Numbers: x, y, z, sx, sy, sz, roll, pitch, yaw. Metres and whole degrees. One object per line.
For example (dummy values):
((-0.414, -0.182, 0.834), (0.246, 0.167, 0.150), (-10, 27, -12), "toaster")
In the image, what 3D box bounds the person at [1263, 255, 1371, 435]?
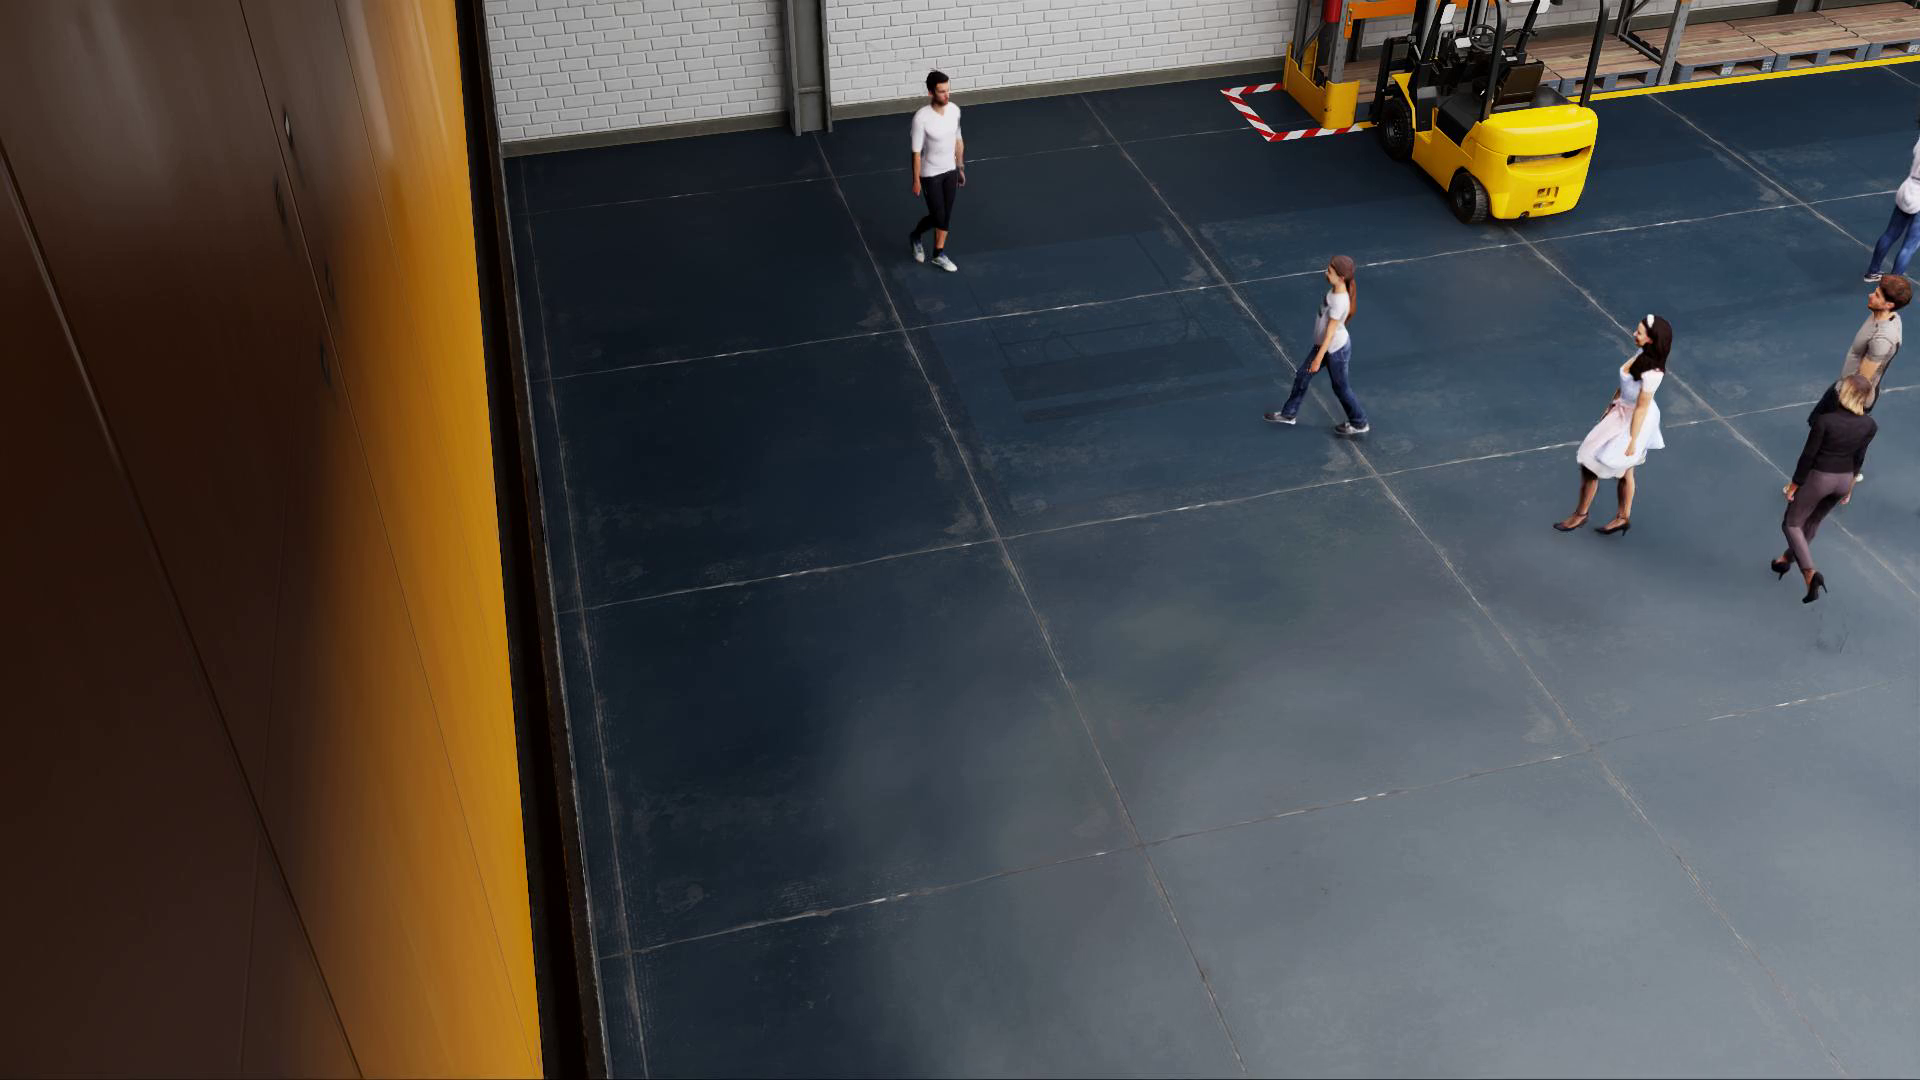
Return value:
((2.897, -1.441, 12.656), (1.114, 1.521, 0.828), (6, 39, 8), "person")

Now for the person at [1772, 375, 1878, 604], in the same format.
((5.801, -0.274, 11.096), (0.909, 1.643, 0.790), (-4, 39, -5), "person")

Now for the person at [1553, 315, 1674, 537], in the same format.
((4.723, -0.732, 11.546), (0.971, 1.798, 0.878), (10, 40, 12), "person")

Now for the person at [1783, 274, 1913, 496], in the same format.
((6.458, -1.033, 11.852), (0.907, 1.886, 0.852), (15, 41, 18), "person")

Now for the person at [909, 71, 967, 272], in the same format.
((-0.251, -3.276, 14.694), (0.842, 1.843, 0.895), (-30, 47, -32), "person")

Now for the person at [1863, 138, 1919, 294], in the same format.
((8.259, -2.956, 14.401), (0.620, 1.710, 0.674), (-5, 39, -7), "person")
